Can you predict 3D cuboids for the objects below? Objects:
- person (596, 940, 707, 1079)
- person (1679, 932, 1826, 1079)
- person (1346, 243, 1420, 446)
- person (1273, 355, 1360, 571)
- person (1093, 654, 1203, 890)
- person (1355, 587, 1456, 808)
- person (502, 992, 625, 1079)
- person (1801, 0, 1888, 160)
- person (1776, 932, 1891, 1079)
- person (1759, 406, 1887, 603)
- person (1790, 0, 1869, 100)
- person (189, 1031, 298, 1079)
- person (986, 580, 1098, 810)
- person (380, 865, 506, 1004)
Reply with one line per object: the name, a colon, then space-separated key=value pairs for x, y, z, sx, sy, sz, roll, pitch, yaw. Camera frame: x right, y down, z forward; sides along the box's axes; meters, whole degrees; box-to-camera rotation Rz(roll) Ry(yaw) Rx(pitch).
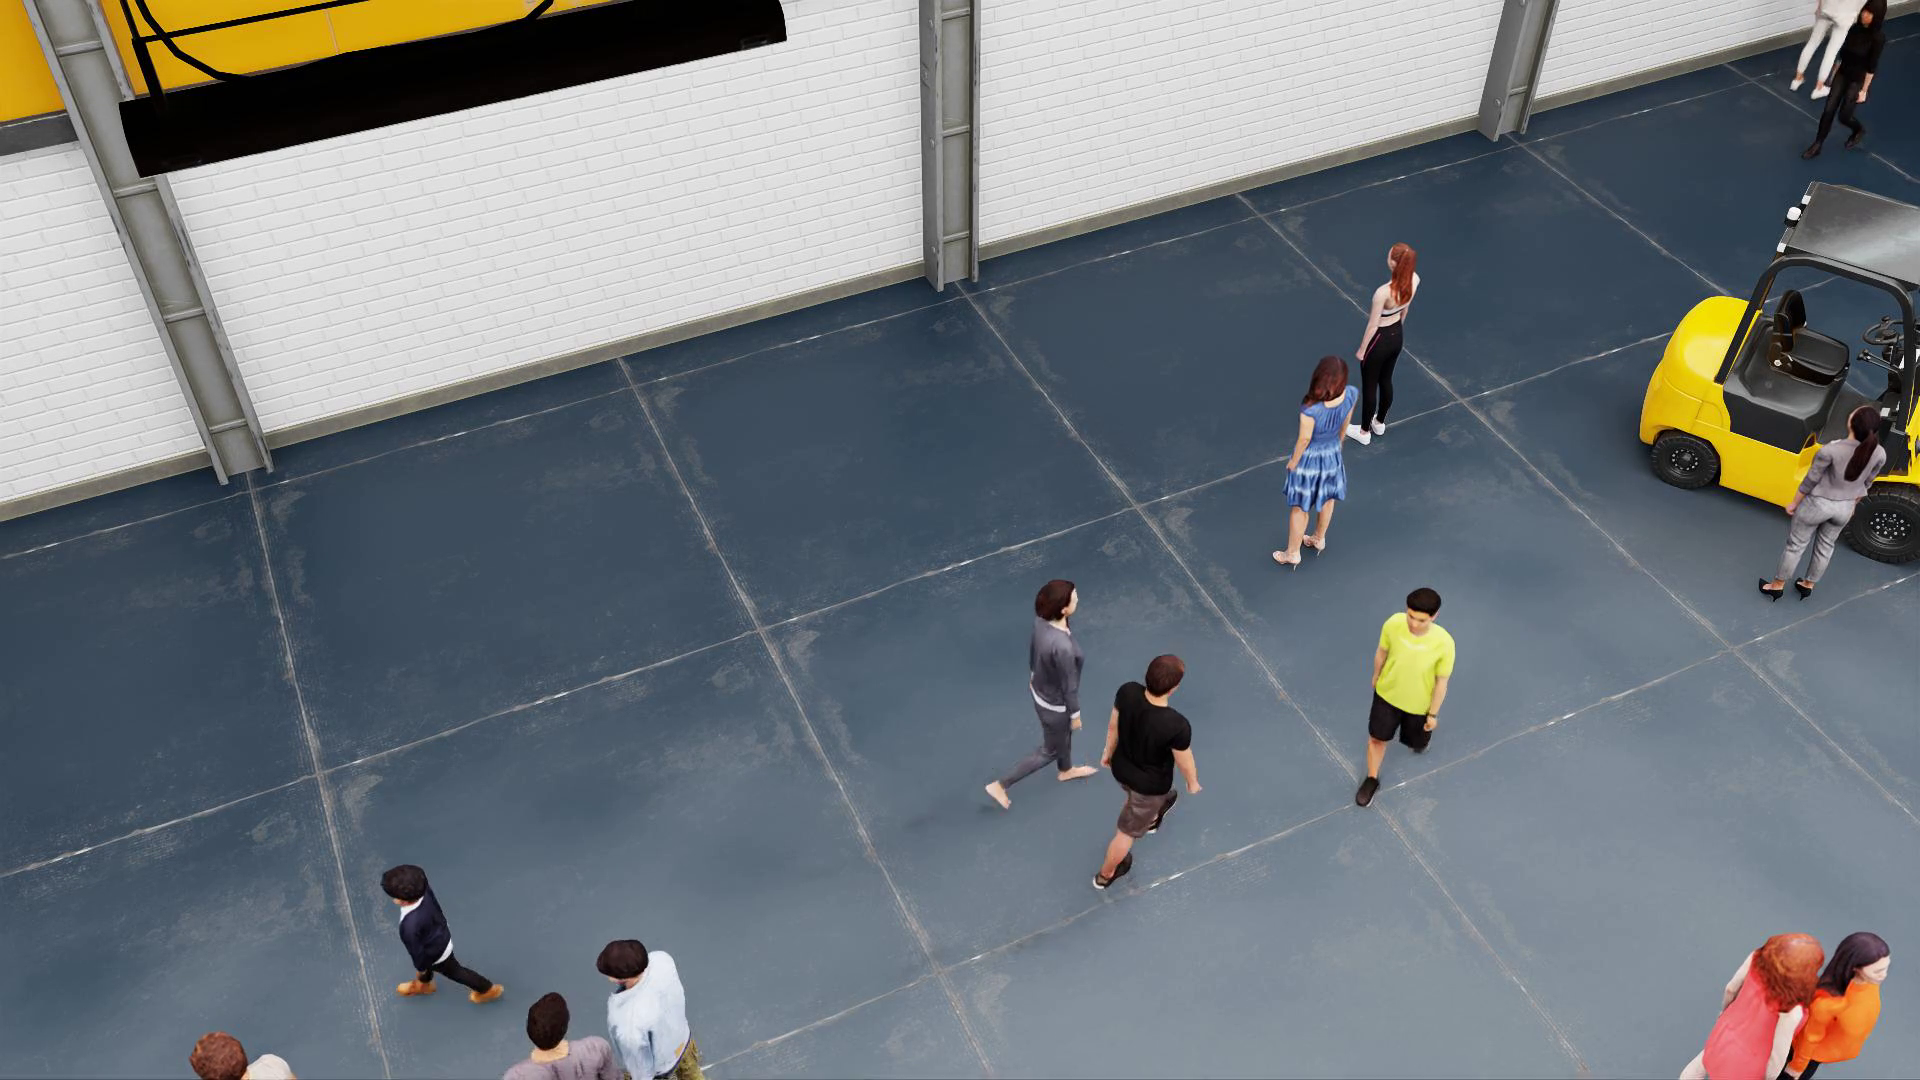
person: x=-1.434 y=2.554 z=8.251 sx=1.088 sy=1.787 sz=1.025 roll=15 pitch=46 yaw=15
person: x=3.880 y=2.515 z=8.263 sx=0.612 sy=1.827 sz=0.652 roll=-5 pitch=44 yaw=-5
person: x=3.191 y=-1.481 z=12.519 sx=0.509 sy=1.742 sz=0.683 roll=-26 pitch=49 yaw=-25
person: x=2.455 y=-0.533 z=11.478 sx=0.548 sy=1.805 sz=0.751 roll=-23 pitch=48 yaw=-22
person: x=0.965 y=1.372 z=9.463 sx=0.913 sy=1.828 sz=1.155 roll=33 pitch=52 yaw=29
person: x=2.743 y=0.878 z=10.083 sx=0.957 sy=1.687 sz=1.106 roll=24 pitch=49 yaw=23
person: x=-1.796 y=2.810 z=7.944 sx=0.666 sy=1.841 sz=0.801 roll=-26 pitch=49 yaw=-25
person: x=8.409 y=-4.319 z=15.582 sx=0.796 sy=1.627 sz=0.567 roll=-18 pitch=46 yaw=-18
person: x=4.261 y=2.507 z=8.328 sx=0.575 sy=1.748 sz=0.733 roll=-30 pitch=51 yaw=-27
person: x=5.849 y=-0.220 z=11.242 sx=0.672 sy=1.678 sz=0.774 roll=1 pitch=44 yaw=1
person: x=8.689 y=-5.225 z=16.473 sx=0.600 sy=1.708 sz=0.653 roll=-29 pitch=51 yaw=-27
person: x=-3.235 y=2.874 z=7.834 sx=0.796 sy=1.898 sz=0.701 roll=21 pitch=47 yaw=20
person: x=0.484 y=0.958 z=9.954 sx=1.031 sy=1.750 sz=0.712 roll=-10 pitch=45 yaw=-11
person: x=-2.831 y=2.182 z=9.066 sx=0.910 sy=1.201 sz=0.694 roll=-3 pitch=44 yaw=-3
